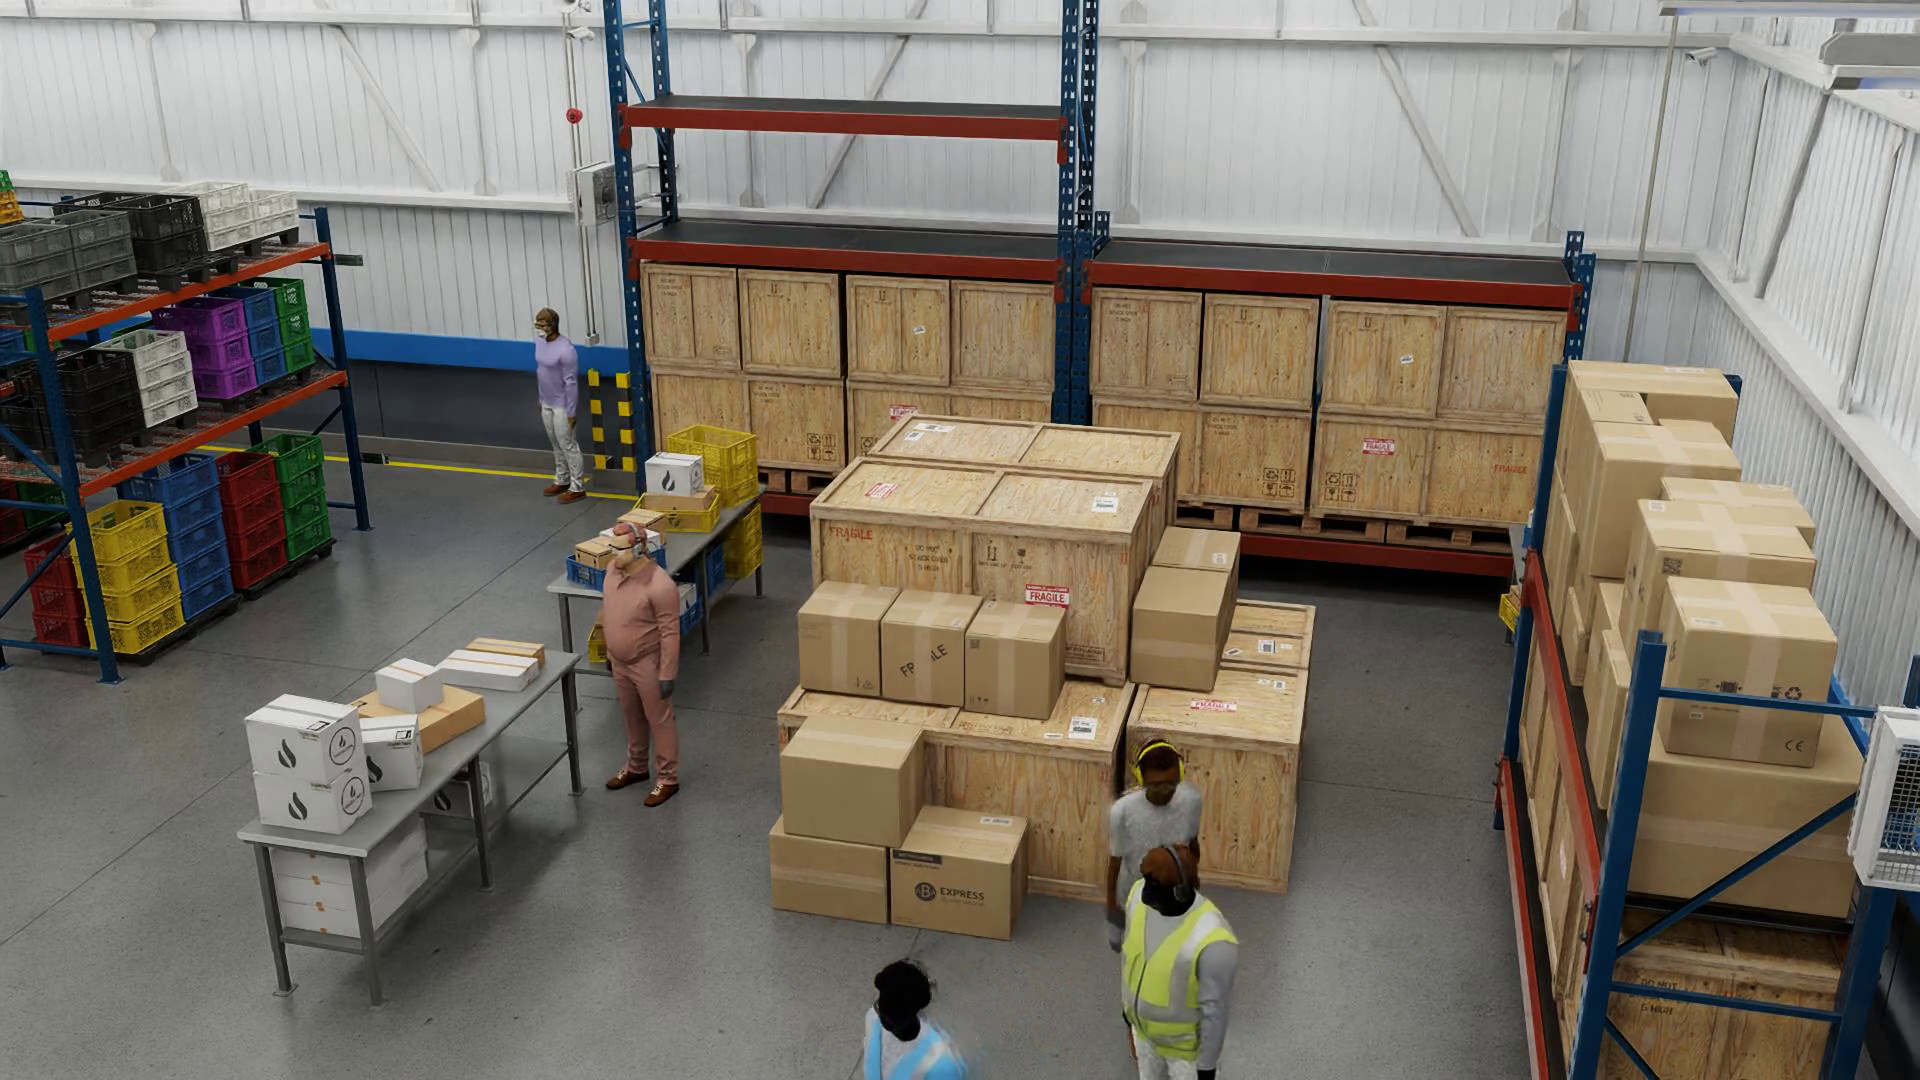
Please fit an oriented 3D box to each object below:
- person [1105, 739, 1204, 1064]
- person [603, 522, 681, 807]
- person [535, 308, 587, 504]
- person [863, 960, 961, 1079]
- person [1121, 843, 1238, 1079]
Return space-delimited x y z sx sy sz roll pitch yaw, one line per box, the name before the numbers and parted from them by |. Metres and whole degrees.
person | 0.958 1.793 8.123 0.543 1.845 0.519 -5 21 -12
person | -2.072 0.783 10.682 0.636 1.911 0.404 17 27 38
person | -3.887 -1.310 16.136 0.364 1.932 0.632 -17 27 -37
person | -0.267 2.444 6.676 0.771 1.660 0.550 -18 27 -39
person | 0.919 2.130 7.281 0.431 1.831 0.641 -14 25 -32
